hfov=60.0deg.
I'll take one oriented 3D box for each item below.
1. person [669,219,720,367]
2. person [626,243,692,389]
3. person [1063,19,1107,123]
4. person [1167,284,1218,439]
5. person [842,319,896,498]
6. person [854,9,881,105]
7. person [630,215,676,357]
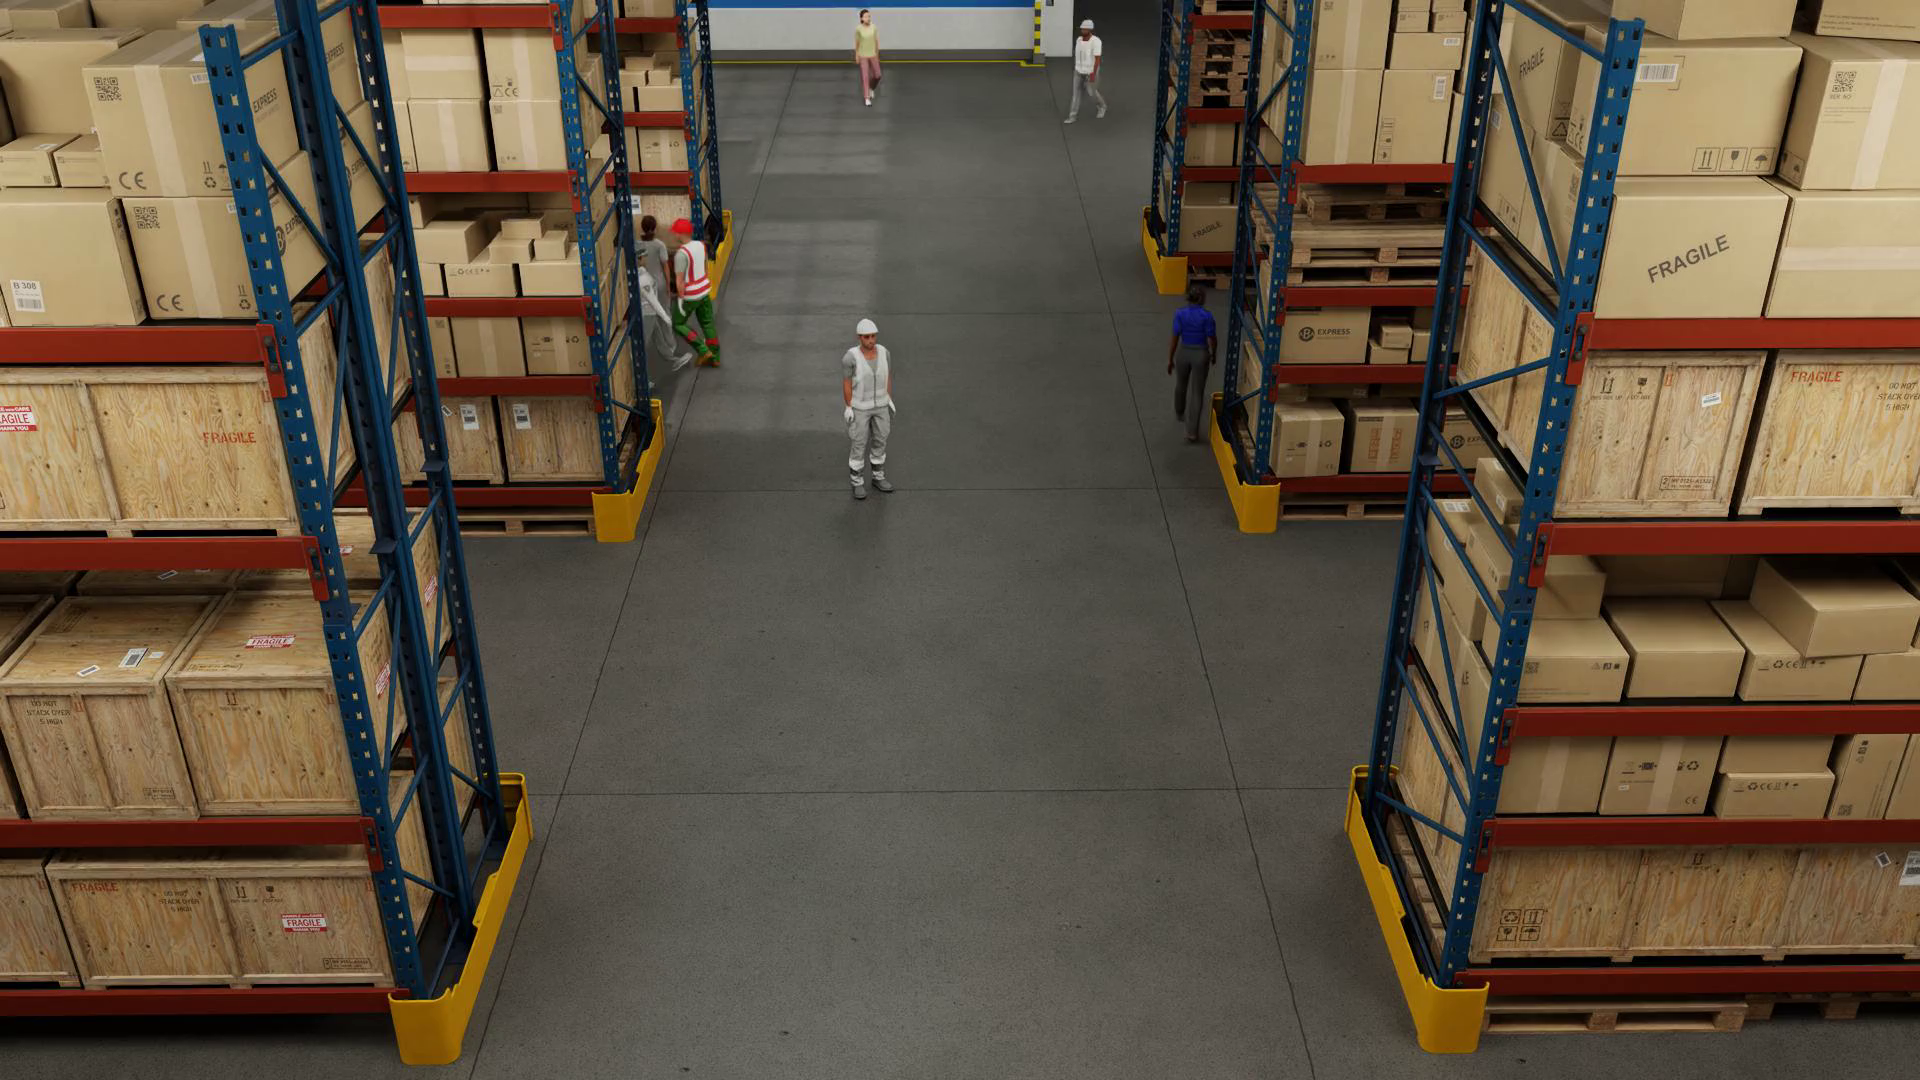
[{"bbox_3d":[-3.064,-2.814,19.086,0.466,1.774,0.704,15,32,25],"label":"person"},{"bbox_3d":[-3.442,-2.562,18.780,0.884,1.640,0.524,-15,32,-26],"label":"person"},{"bbox_3d":[2.237,-8.266,29.287,0.578,1.749,0.932,22,35,35],"label":"person"},{"bbox_3d":[2.492,-1.953,17.658,0.489,1.644,0.838,10,30,18],"label":"person"},{"bbox_3d":[-0.875,-1.303,16.303,0.528,1.795,0.364,-15,32,-26],"label":"person"},{"bbox_3d":[-1.694,-8.842,30.416,0.454,1.670,0.466,-10,30,-17],"label":"person"},{"bbox_3d":[-3.657,-2.944,19.471,0.535,1.667,0.564,-3,28,-5],"label":"person"}]
